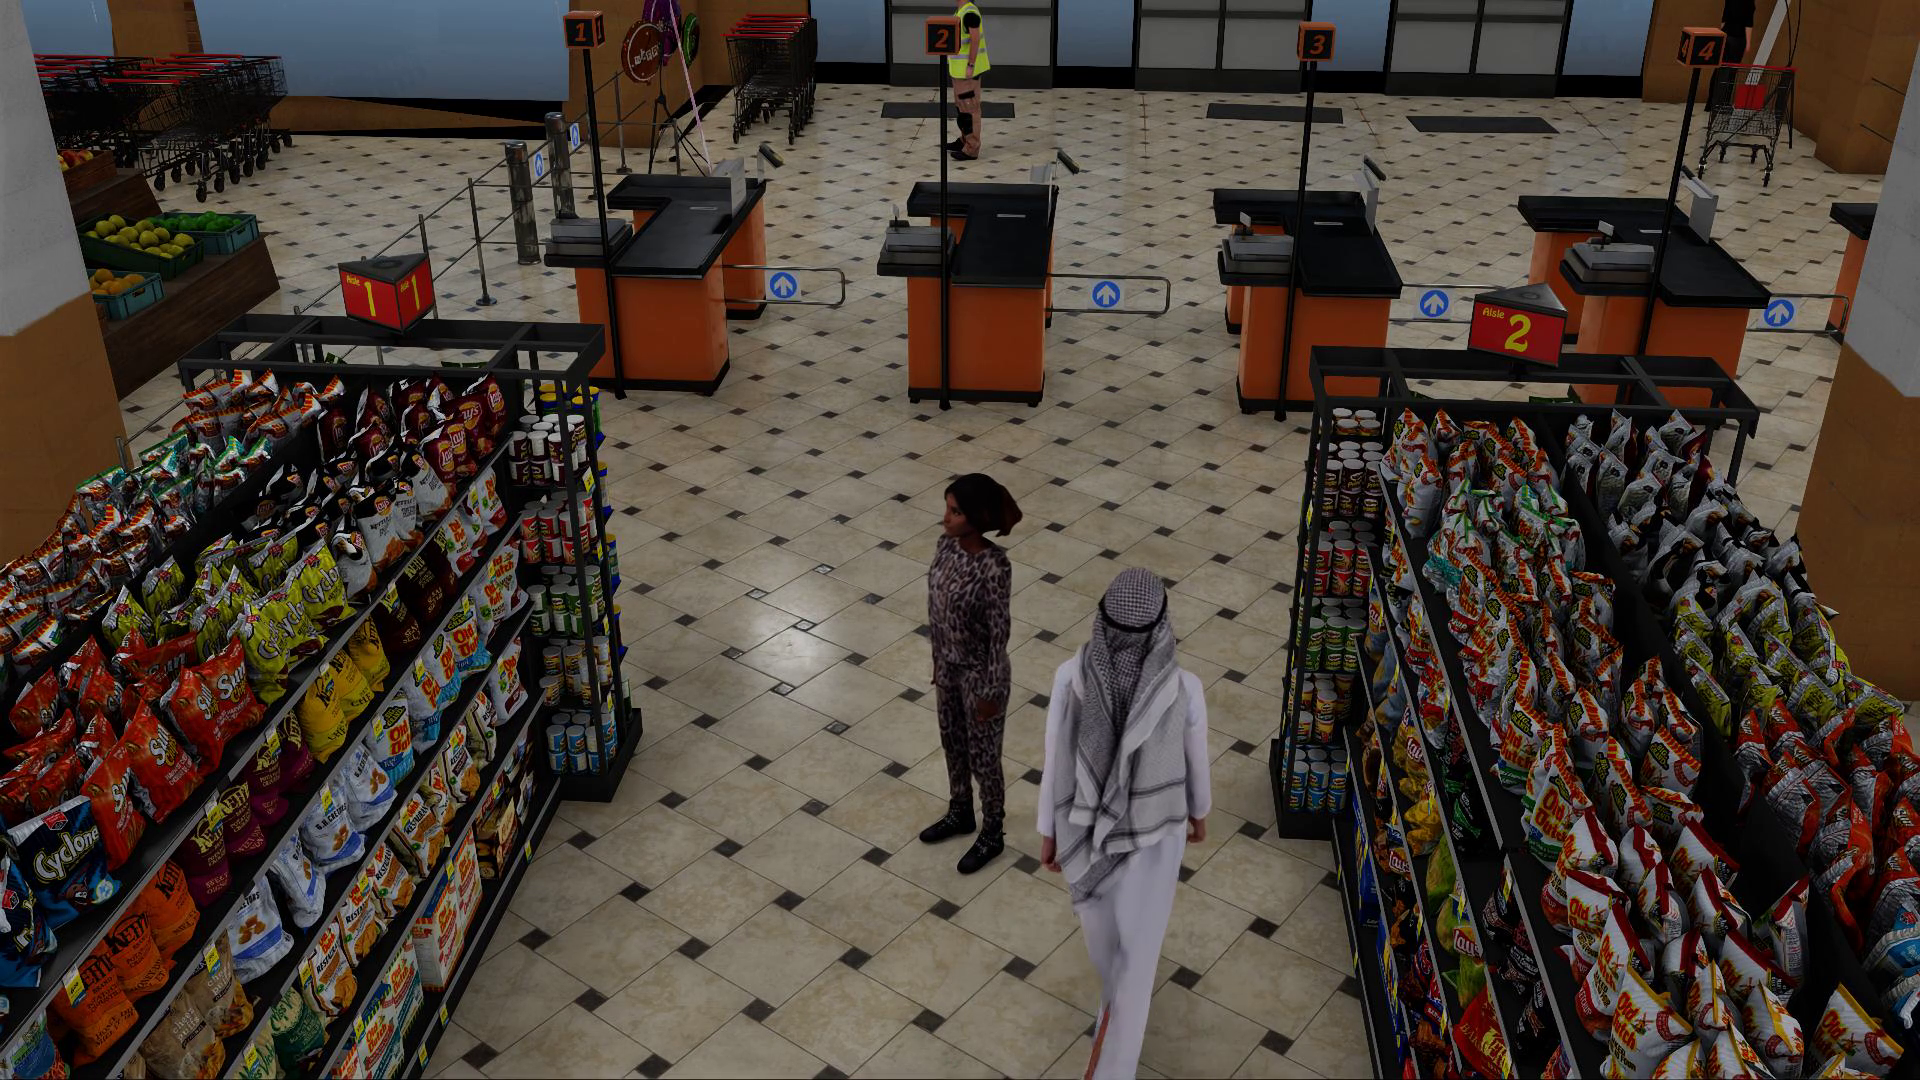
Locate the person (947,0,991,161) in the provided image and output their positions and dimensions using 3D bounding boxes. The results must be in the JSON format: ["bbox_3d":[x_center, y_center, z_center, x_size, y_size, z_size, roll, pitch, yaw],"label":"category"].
[{"bbox_3d":[0.047,-4.834,16.967,0.836,1.845,0.724,-5,27,-9],"label":"person"}]

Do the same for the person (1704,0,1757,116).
[{"bbox_3d":[8.761,-5.676,18.852,0.700,1.642,0.586,-11,29,-21],"label":"person"}]

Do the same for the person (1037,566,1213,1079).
[{"bbox_3d":[0.511,1.027,5.373,0.851,1.879,1.289,7,28,13],"label":"person"}]

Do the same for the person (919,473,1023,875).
[{"bbox_3d":[0.046,0.524,6.546,0.735,1.713,0.665,-17,31,-30],"label":"person"}]
